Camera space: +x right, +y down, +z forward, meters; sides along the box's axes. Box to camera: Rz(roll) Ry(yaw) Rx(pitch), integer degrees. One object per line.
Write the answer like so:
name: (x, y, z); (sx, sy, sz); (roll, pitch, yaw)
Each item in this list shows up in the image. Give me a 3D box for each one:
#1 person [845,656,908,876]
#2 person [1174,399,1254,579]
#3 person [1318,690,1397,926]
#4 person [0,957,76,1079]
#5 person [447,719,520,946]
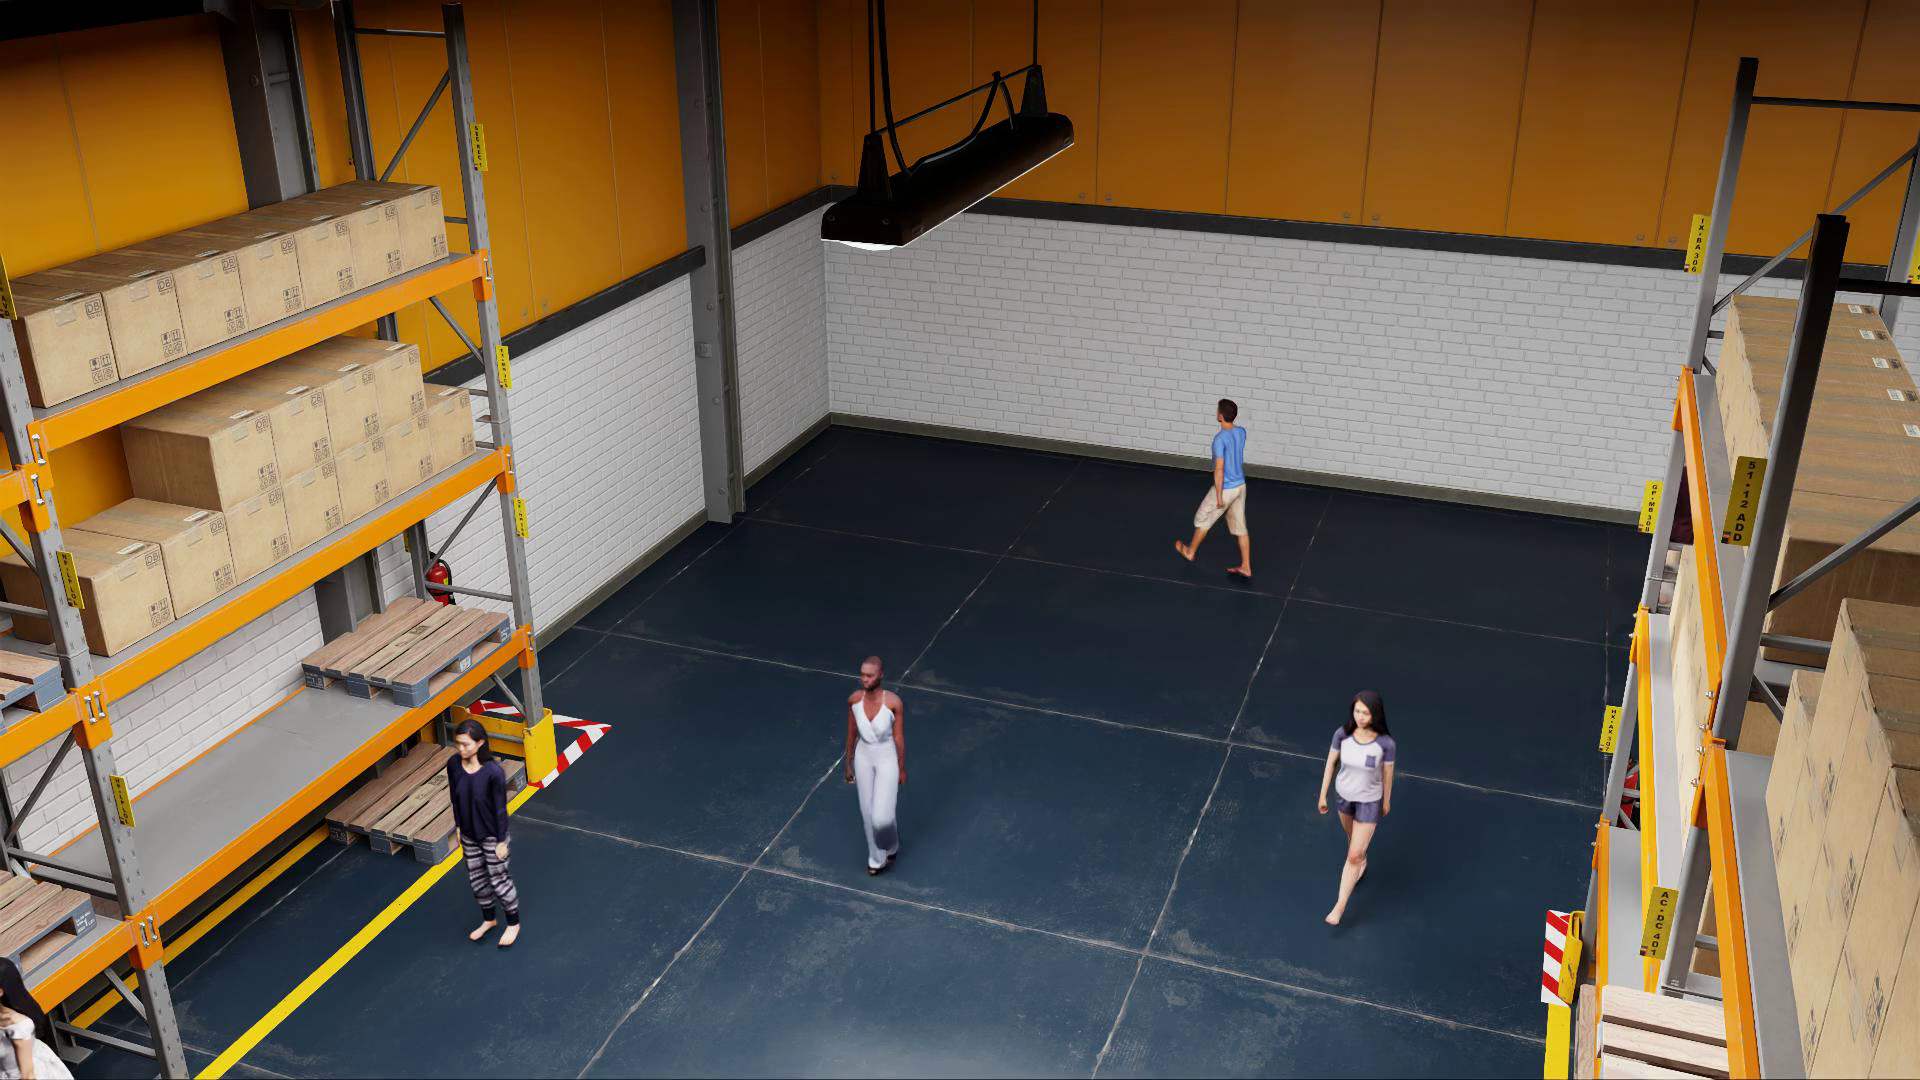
person: (-0.567, 1.610, 12.024); (0.585, 1.772, 0.628); (8, 25, 17)
person: (2.765, -0.478, 16.736); (1.189, 1.824, 1.101); (-17, 29, -34)
person: (2.837, 1.801, 11.737); (0.791, 1.652, 1.180); (14, 27, 29)
person: (-4.956, 2.971, 8.914); (0.811, 1.769, 0.782); (-17, 29, -34)
person: (-3.217, 1.957, 11.282); (0.608, 1.732, 0.514); (10, 25, 21)
